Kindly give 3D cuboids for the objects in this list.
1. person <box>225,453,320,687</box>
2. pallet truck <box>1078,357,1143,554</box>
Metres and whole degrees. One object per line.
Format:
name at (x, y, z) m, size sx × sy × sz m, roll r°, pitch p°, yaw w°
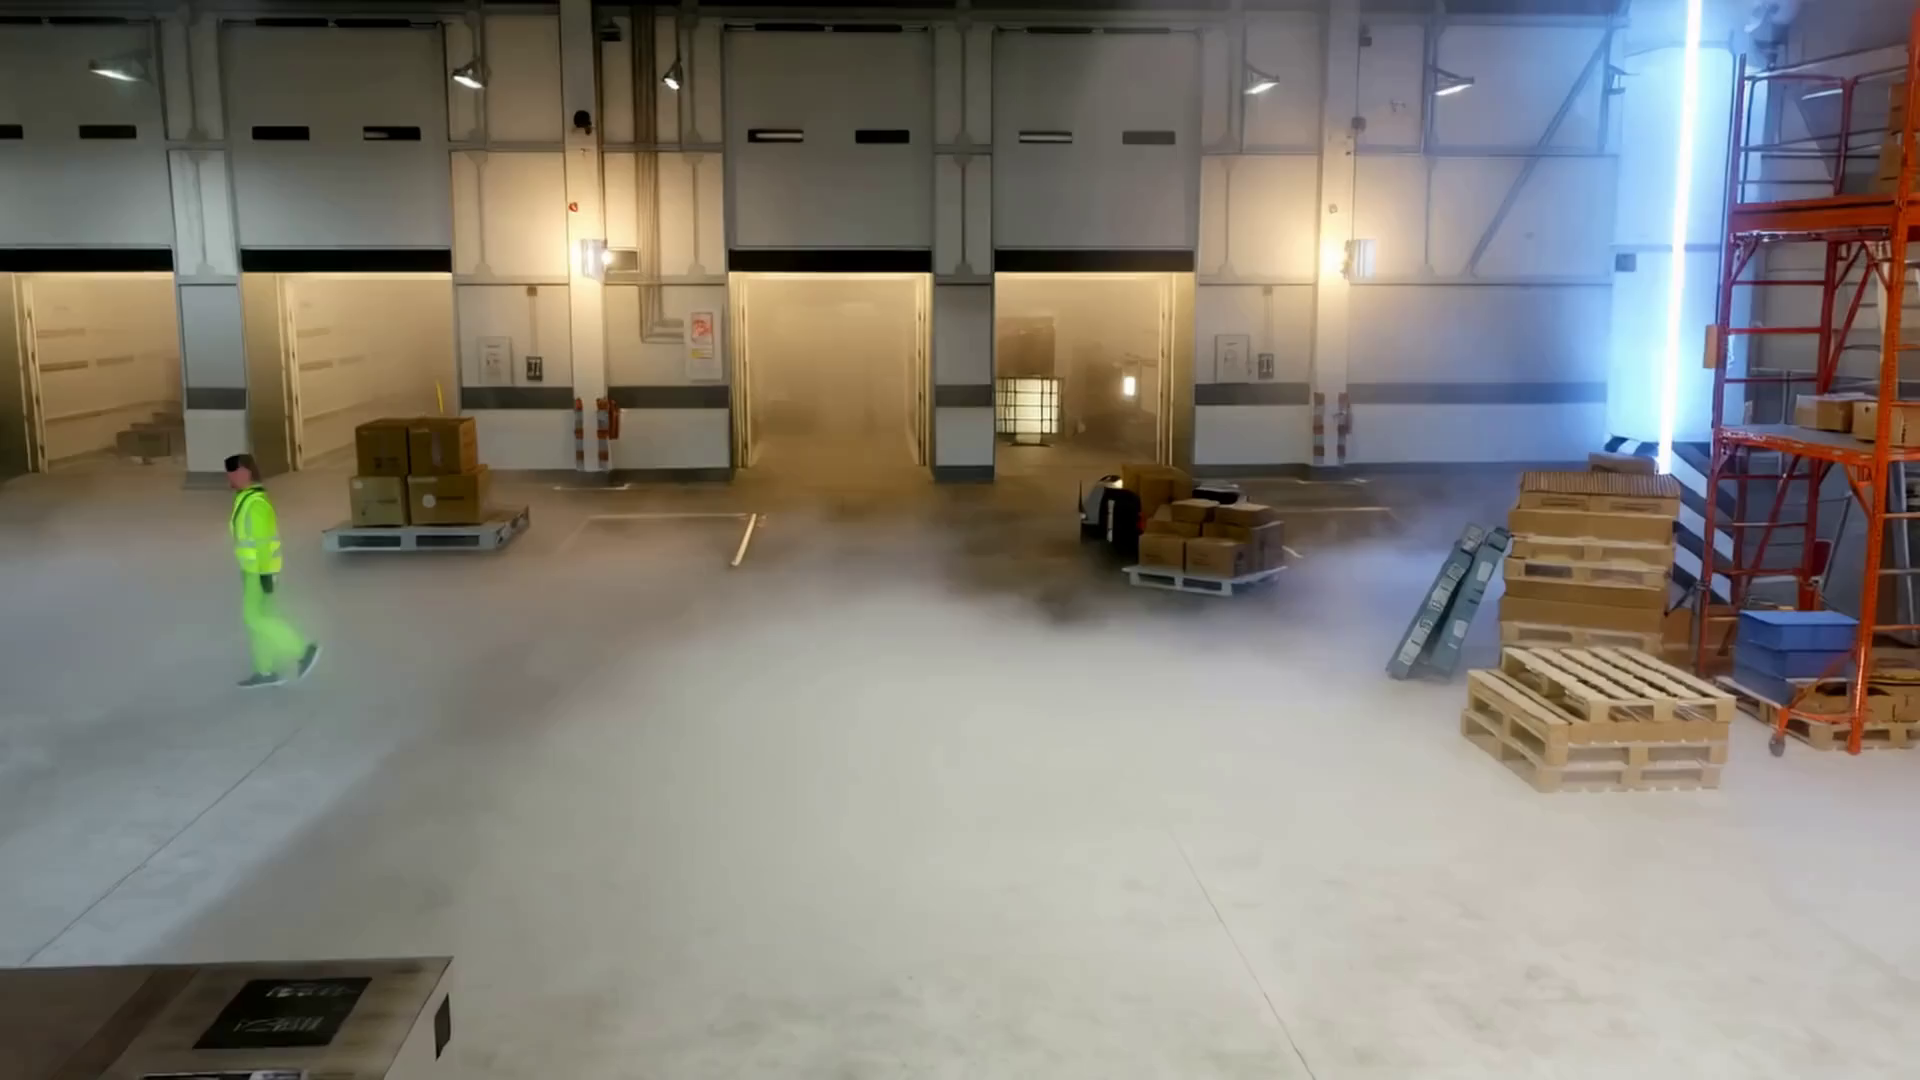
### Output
person at (-4.739, 0.208, 11.389) m, size 0.445 × 1.622 × 0.513 m, roll -5°, pitch 10°, yaw -29°
pallet truck at (2.088, -0.836, 16.757) m, size 1.885 × 1.965 × 0.823 m, roll 2°, pitch 9°, yaw 13°
